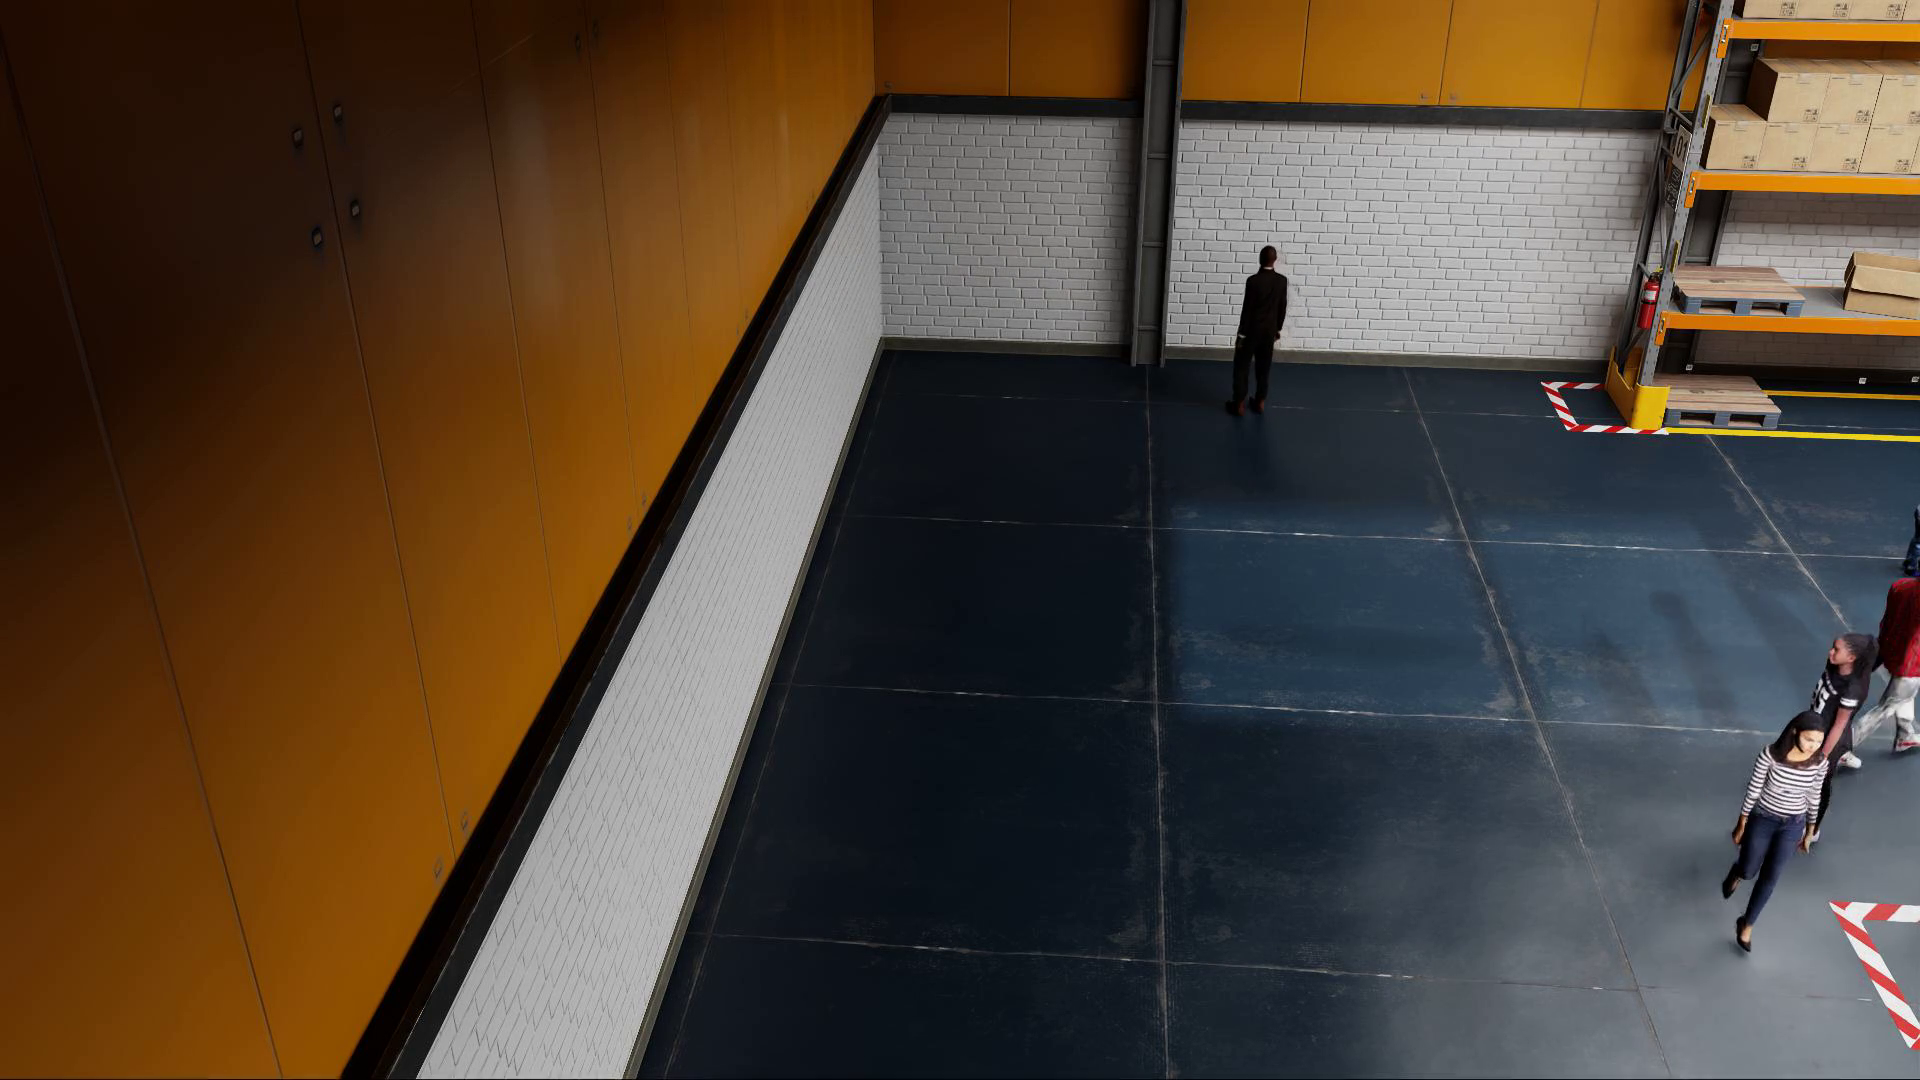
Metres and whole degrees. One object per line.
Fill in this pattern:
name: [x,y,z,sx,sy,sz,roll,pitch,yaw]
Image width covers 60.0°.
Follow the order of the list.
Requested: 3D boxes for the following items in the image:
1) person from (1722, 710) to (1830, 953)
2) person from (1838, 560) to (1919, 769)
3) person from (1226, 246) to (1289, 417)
person: [5.189,1.807,10.668,0.689,1.781,0.684,3,29,6]
person: [6.919,0.919,12.287,1.267,1.790,0.859,-5,29,-8]
person: [3.259,-2.243,17.970,0.773,1.900,0.910,-9,30,-17]
